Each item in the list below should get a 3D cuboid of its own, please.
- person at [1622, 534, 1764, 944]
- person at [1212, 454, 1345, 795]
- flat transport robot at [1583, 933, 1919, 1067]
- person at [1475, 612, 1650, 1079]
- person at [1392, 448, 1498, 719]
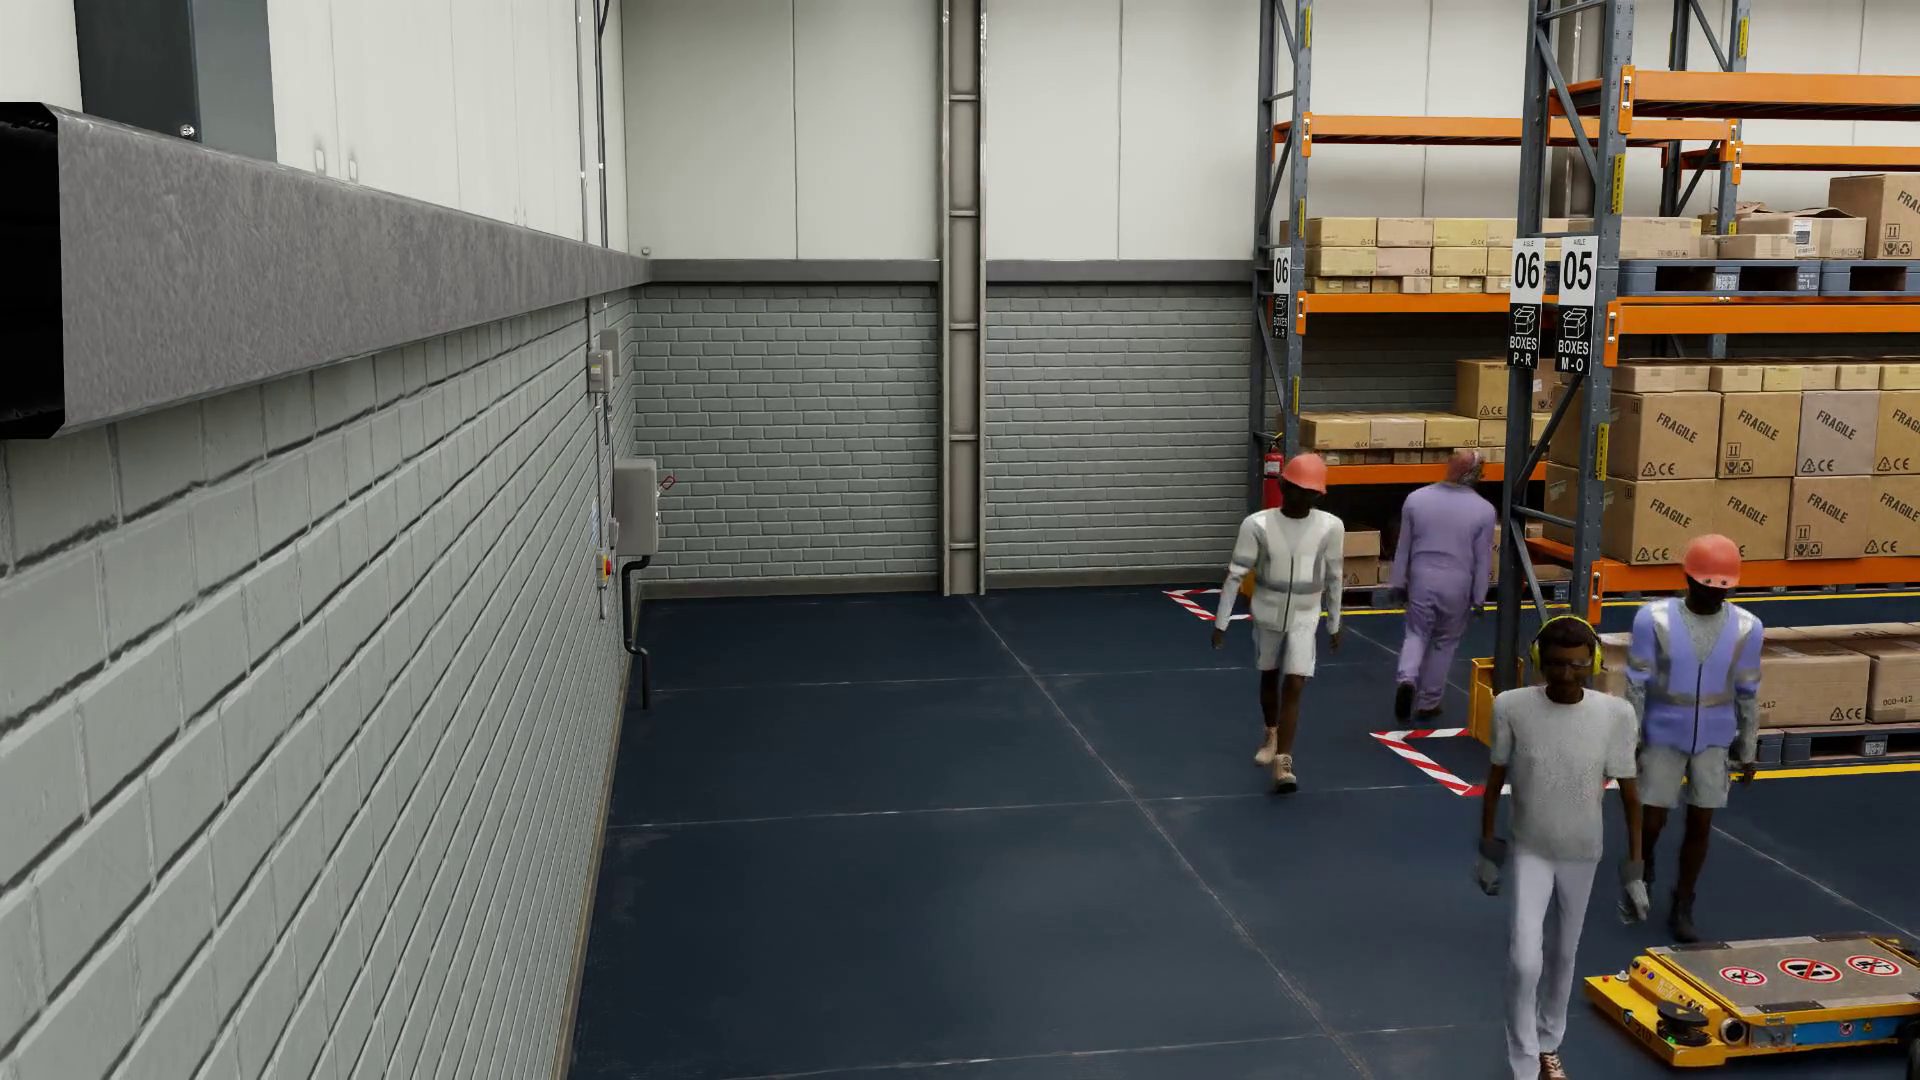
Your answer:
[{"bbox_3d":[3.285,0.884,7.506,0.578,1.900,0.616,2,9,11],"label":"person"},{"bbox_3d":[1.879,0.471,9.810,0.742,1.972,1.075,1,9,8],"label":"person"},{"bbox_3d":[3.337,1.826,6.678,1.431,0.197,0.652,-2,9,-9],"label":"flat transport robot"},{"bbox_3d":[2.153,1.164,5.930,0.554,1.834,0.720,2,9,10],"label":"person"},{"bbox_3d":[3.200,0.321,11.021,0.672,1.870,0.615,6,11,32],"label":"person"}]
